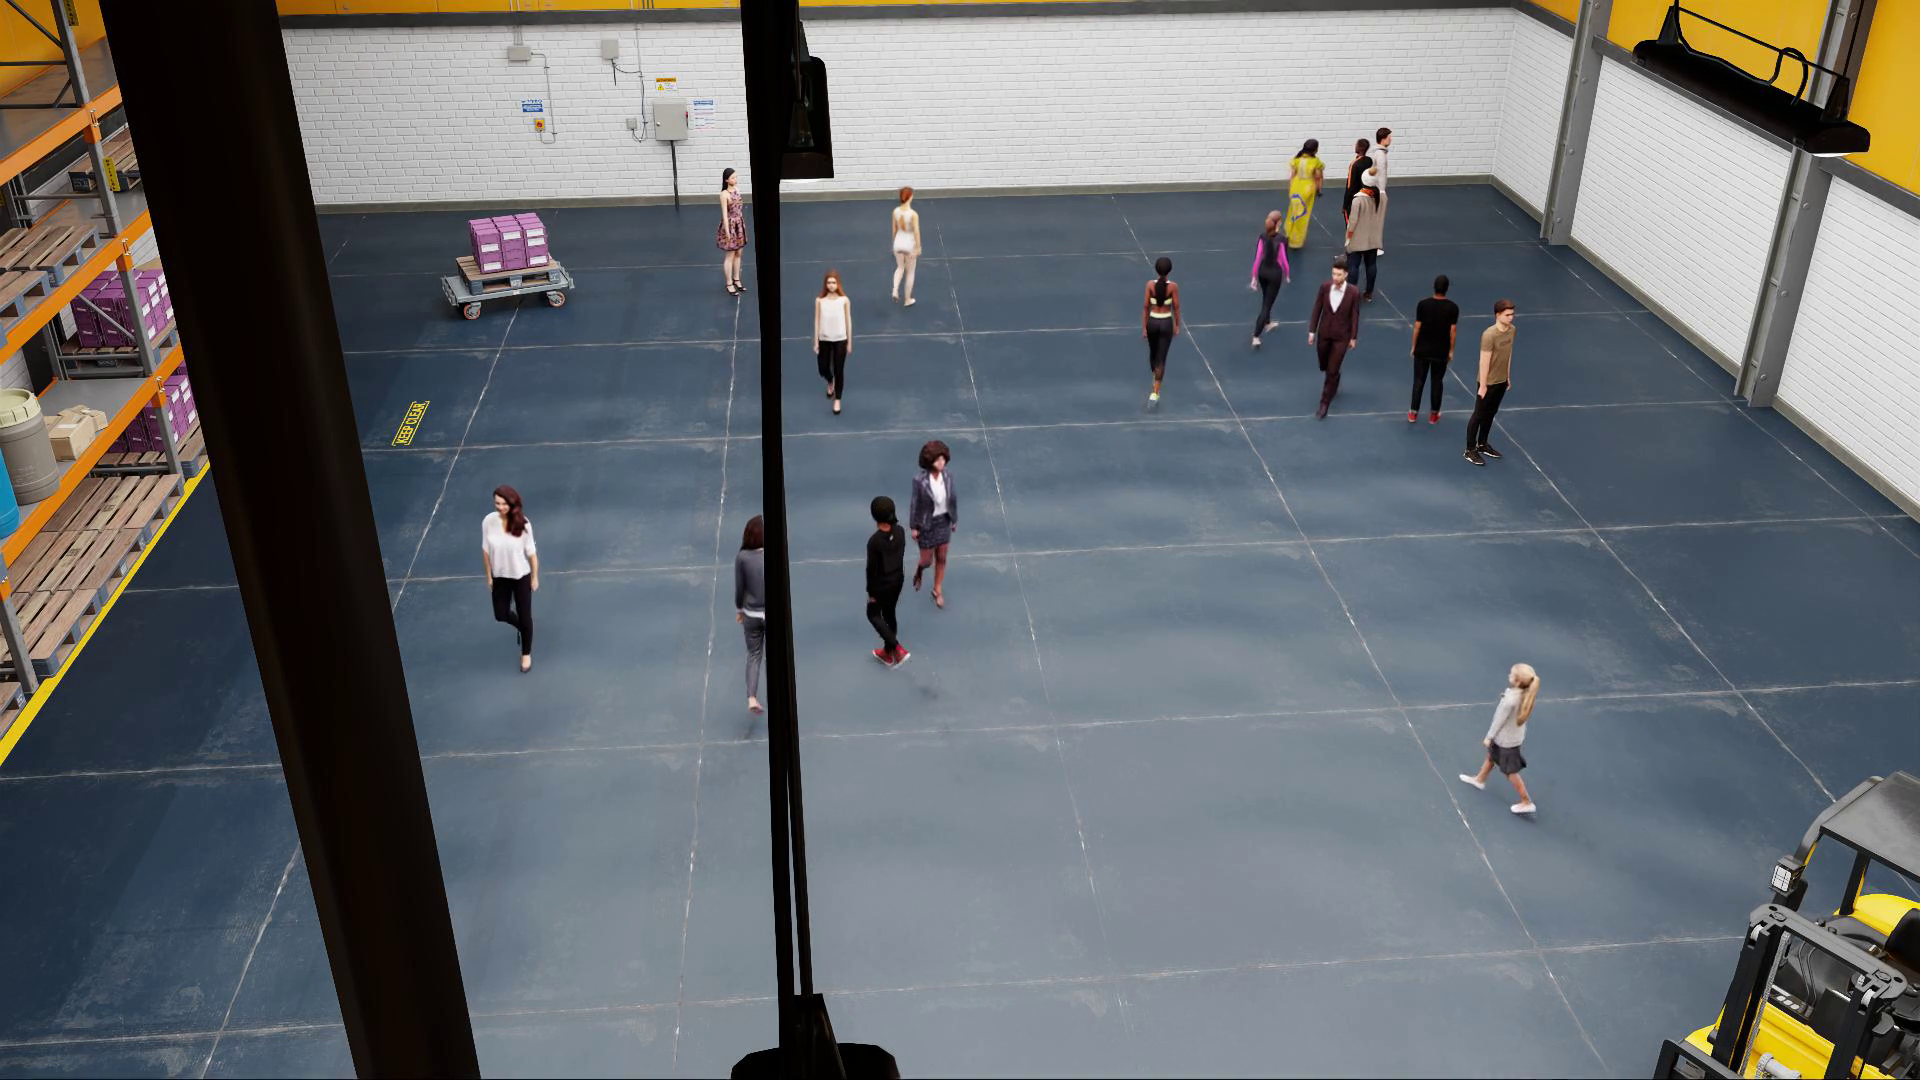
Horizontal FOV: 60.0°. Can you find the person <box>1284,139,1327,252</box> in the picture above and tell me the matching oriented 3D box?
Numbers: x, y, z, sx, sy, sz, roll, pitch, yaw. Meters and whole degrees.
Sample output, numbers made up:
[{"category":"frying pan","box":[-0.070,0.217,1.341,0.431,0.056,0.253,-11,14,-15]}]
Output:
[{"category":"person","box":[5.027,-5.051,24.466,1.089,1.630,1.150,20,35,32]}]

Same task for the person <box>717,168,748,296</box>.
[{"category":"person","box":[-3.120,-4.234,22.819,0.847,1.773,0.758,11,31,20]}]

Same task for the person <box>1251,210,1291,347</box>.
[{"category":"person","box":[3.908,-3.292,21.161,1.028,1.707,1.159,18,33,29]}]

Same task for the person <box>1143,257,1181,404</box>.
[{"category":"person","box":[2.349,-2.438,19.590,0.826,1.713,1.221,6,29,11]}]

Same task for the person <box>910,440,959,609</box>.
[{"category":"person","box":[-0.284,-0.156,15.437,0.755,1.684,0.802,-14,32,-24]}]

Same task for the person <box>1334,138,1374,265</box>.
[{"category":"person","box":[5.728,-4.917,24.035,0.700,1.808,0.721,-22,35,-34]}]

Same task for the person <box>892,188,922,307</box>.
[{"category":"person","box":[-0.777,-3.915,22.382,0.709,1.632,0.768,14,32,24]}]

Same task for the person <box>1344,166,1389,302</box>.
[{"category":"person","box":[5.490,-4.153,22.543,0.746,1.895,0.716,-8,30,-14]}]

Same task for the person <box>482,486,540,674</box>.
[{"category":"person","box":[-3.884,0.296,14.505,0.658,1.783,0.774,1,29,1]}]

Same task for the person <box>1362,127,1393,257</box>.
[{"category":"person","box":[6.087,-5.125,24.370,0.762,1.853,0.559,2,29,3]}]

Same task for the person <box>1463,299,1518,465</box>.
[{"category":"person","box":[5.826,-1.755,18.193,0.750,1.852,0.761,-21,35,-33]}]

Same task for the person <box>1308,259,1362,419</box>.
[{"category":"person","box":[4.384,-2.404,19.401,1.125,1.834,1.291,16,32,27]}]

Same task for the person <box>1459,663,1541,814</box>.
[{"category":"person","box":[4.266,1.536,12.784,0.921,1.254,0.857,22,36,35]}]

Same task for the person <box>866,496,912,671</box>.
[{"category":"person","box":[-0.588,0.411,14.419,0.824,1.662,0.903,-24,37,-37]}]

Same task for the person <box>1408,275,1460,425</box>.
[{"category":"person","box":[5.420,-2.186,19.082,0.700,1.756,0.672,9,30,16]}]

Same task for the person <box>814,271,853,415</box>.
[{"category":"person","box":[-1.484,-2.342,19.413,0.656,1.714,0.794,2,29,3]}]
